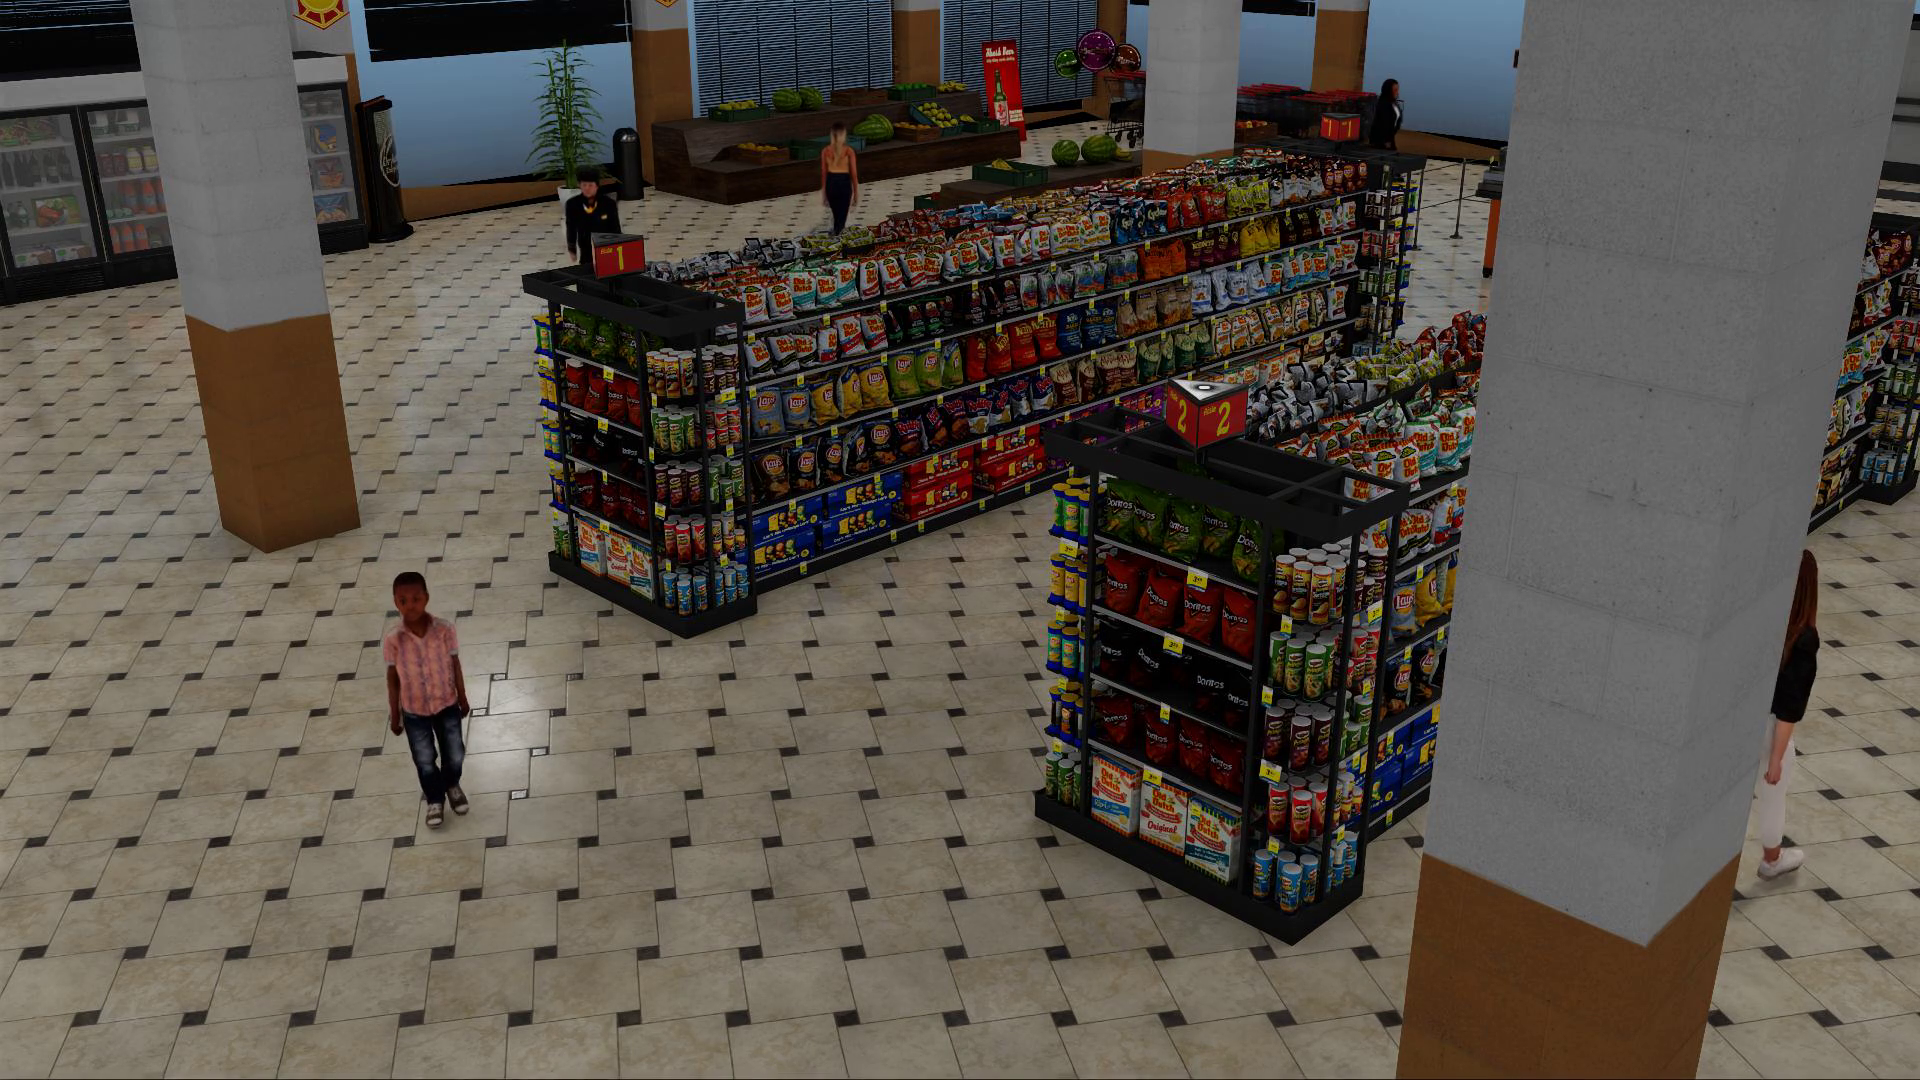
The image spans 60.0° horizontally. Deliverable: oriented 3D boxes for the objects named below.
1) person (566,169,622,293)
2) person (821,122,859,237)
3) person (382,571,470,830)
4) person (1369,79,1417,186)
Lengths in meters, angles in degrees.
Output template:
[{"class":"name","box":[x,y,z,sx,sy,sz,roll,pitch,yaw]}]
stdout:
[{"class":"person","box":[-3.579,-2.849,16.468,0.817,1.657,0.891,-2,22,-4]},{"class":"person","box":[-1.421,-4.039,19.532,1.031,1.581,1.196,3,22,8]},{"class":"person","box":[-2.556,0.745,8.003,0.563,1.300,0.657,-7,23,-18]},{"class":"person","box":[5.956,-5.744,23.798,1.001,1.564,1.131,8,23,20]}]
